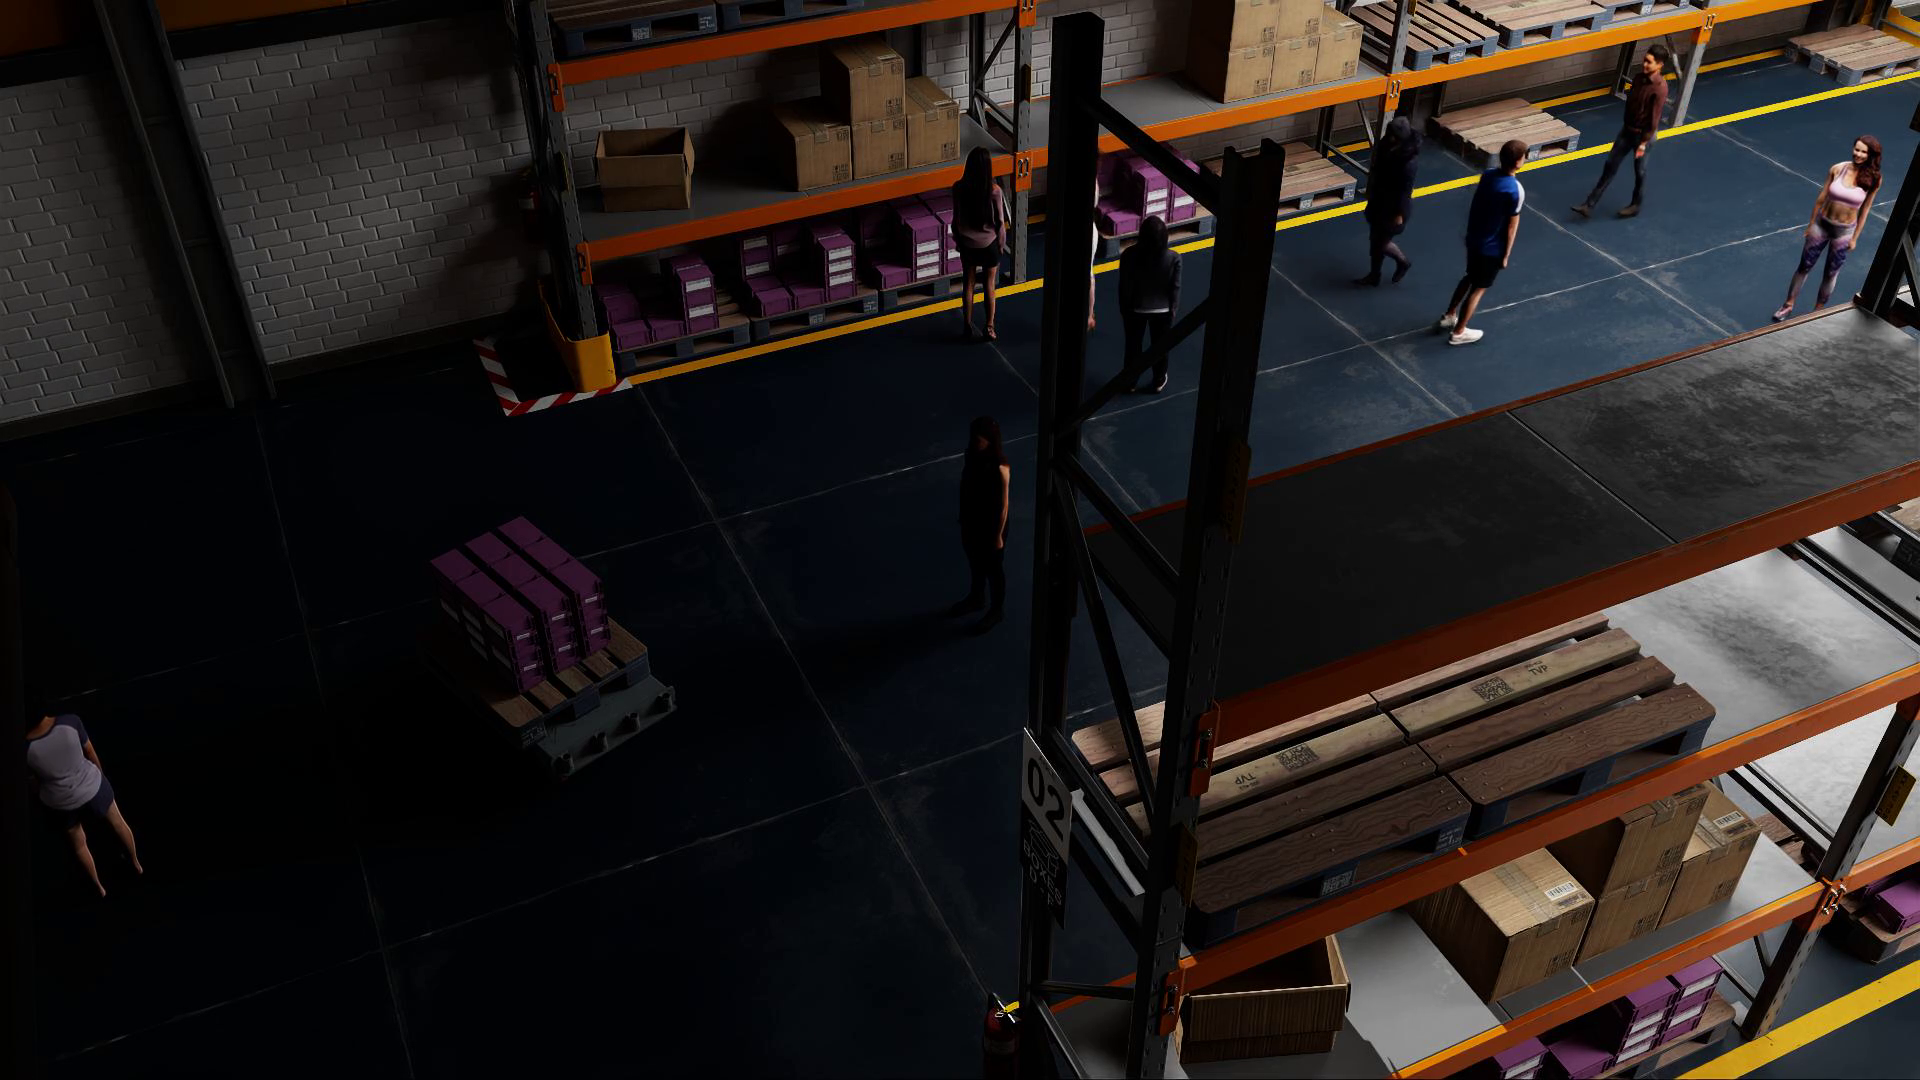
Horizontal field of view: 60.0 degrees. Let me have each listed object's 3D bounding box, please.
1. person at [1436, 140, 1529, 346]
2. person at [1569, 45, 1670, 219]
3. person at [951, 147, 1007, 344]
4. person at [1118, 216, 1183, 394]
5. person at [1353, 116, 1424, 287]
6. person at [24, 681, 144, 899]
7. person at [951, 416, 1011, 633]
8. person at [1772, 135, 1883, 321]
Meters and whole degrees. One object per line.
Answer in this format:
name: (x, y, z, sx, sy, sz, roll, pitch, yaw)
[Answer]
person: (4.437, -2.520, 14.121, 0.657, 1.849, 0.665, -19, 42, -22)
person: (6.553, -3.868, 15.892, 1.047, 1.745, 0.711, -14, 41, -16)
person: (0.162, -2.486, 14.108, 0.666, 1.812, 0.755, 8, 39, 10)
person: (1.539, -1.921, 13.573, 0.769, 1.597, 0.853, 5, 39, 7)
person: (3.914, -2.998, 14.866, 0.842, 1.666, 0.757, -7, 39, -9)
person: (-5.038, 1.404, 9.436, 0.555, 1.564, 0.672, -30, 47, -32)
person: (0.166, -0.125, 11.251, 0.613, 1.688, 0.638, -26, 45, -29)
person: (7.543, -2.666, 14.370, 0.684, 1.766, 0.699, 24, 44, 27)
